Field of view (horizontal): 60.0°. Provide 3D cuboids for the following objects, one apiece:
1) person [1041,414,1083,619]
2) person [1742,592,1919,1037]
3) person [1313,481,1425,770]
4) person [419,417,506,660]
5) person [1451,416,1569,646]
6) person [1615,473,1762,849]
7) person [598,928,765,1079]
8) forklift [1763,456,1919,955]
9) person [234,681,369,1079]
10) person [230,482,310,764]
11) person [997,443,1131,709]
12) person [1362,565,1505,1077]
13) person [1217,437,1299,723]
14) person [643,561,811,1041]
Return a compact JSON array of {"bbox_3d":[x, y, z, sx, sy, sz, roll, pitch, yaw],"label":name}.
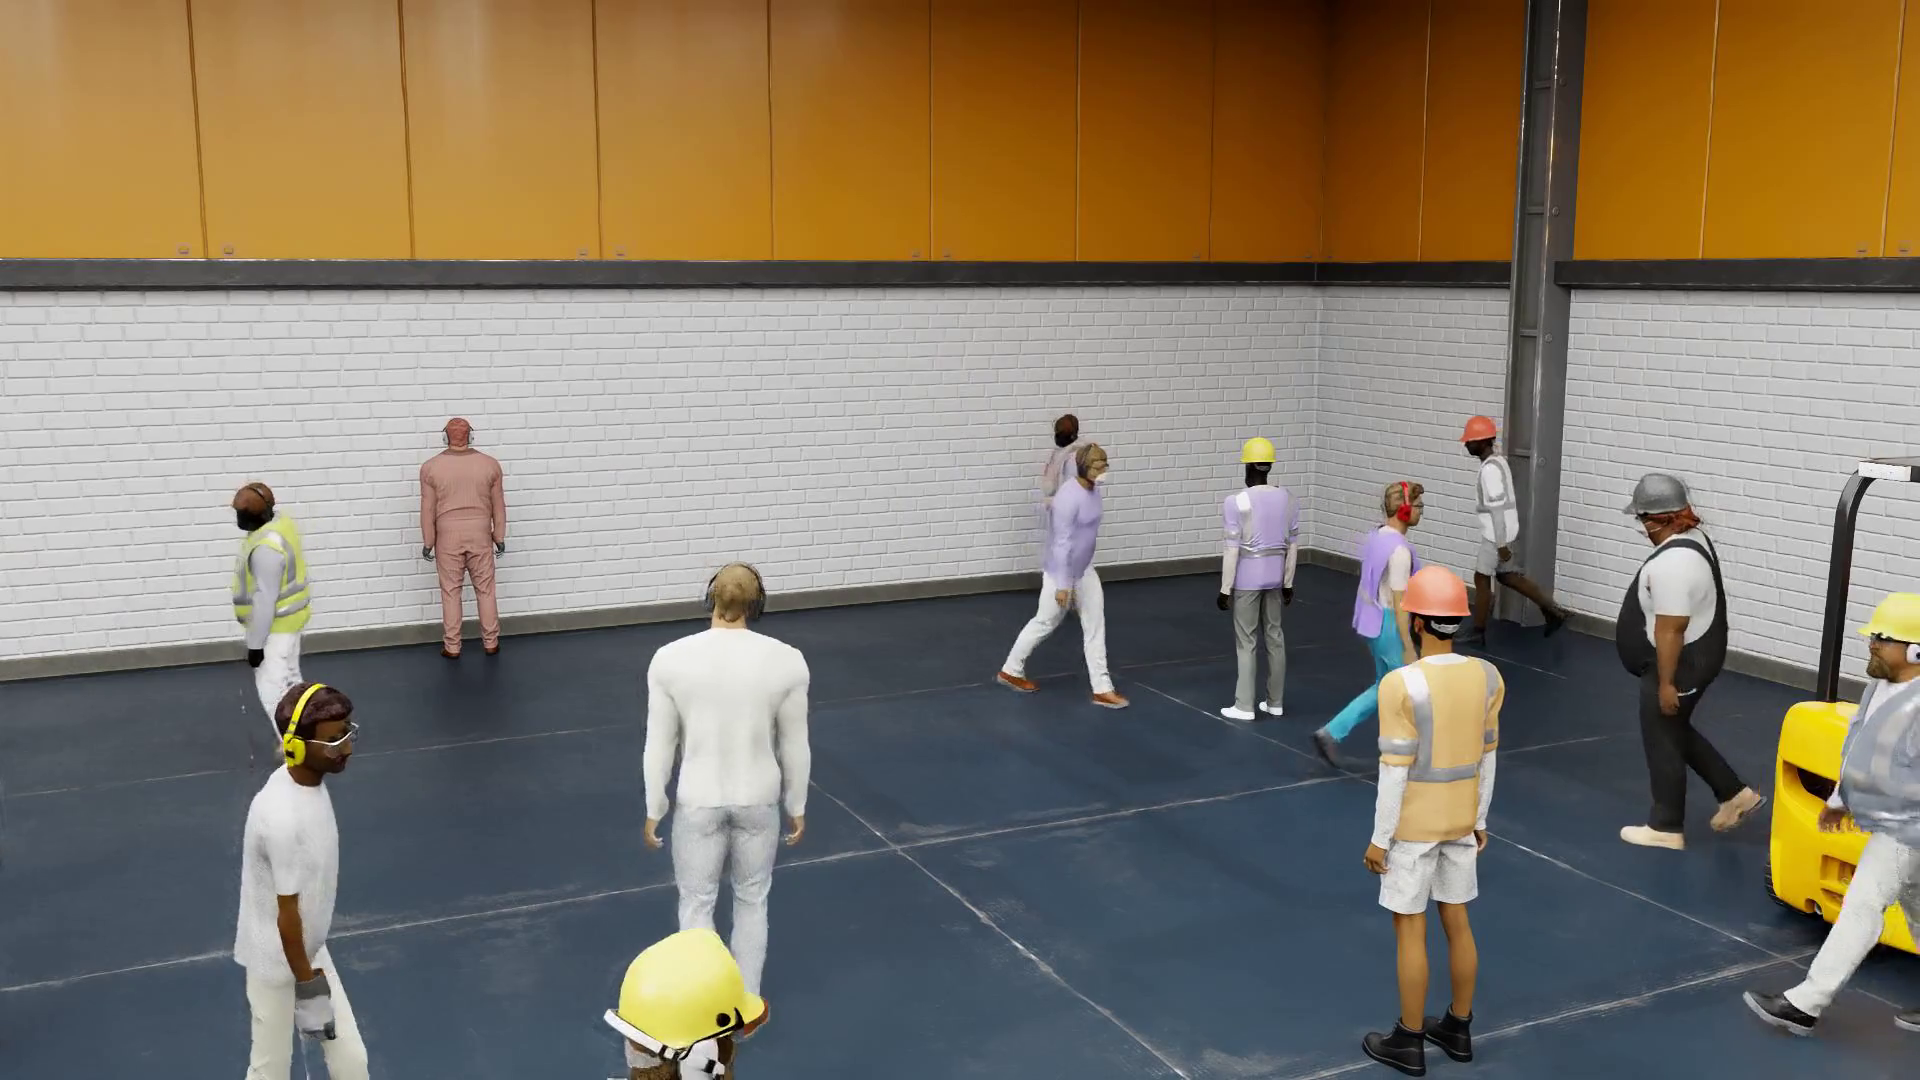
[{"bbox_3d":[0.934,-0.220,14.686,0.431,1.806,0.719,-1,9,-3],"label":"person"},{"bbox_3d":[3.625,1.090,6.562,0.932,1.788,0.586,2,9,12],"label":"person"},{"bbox_3d":[2.511,0.557,9.781,0.701,1.827,0.585,0,9,1],"label":"person"},{"bbox_3d":[-3.907,-0.016,13.090,0.652,1.904,0.405,-4,10,-25],"label":"person"},{"bbox_3d":[4.418,-0.054,13.361,0.859,1.898,0.569,4,10,23],"label":"person"},{"bbox_3d":[3.790,0.622,8.711,0.688,2.000,0.705,6,11,33],"label":"person"},{"bbox_3d":[-0.608,1.641,3.134,0.592,1.806,0.728,8,12,40],"label":"person"},{"bbox_3d":[4.857,0.731,7.561,2.313,2.155,1.214,-4,10,-25],"label":"forklift"},{"bbox_3d":[-2.119,1.312,5.187,0.818,1.814,0.525,0,9,-1],"label":"person"},{"bbox_3d":[-4.156,0.530,10.052,0.433,1.806,0.713,-2,9,-14],"label":"person"},{"bbox_3d":[0.715,0.232,11.712,1.023,1.879,0.637,6,11,33],"label":"person"},{"bbox_3d":[1.772,1.057,6.327,0.552,1.935,0.367,-4,10,-25],"label":"person"},{"bbox_3d":[2.000,0.268,11.258,0.594,1.925,0.376,-4,10,-25],"label":"person"},{"bbox_3d":[-0.905,1.052,6.496,0.665,1.910,0.545,-2,9,-10],"label":"person"}]
